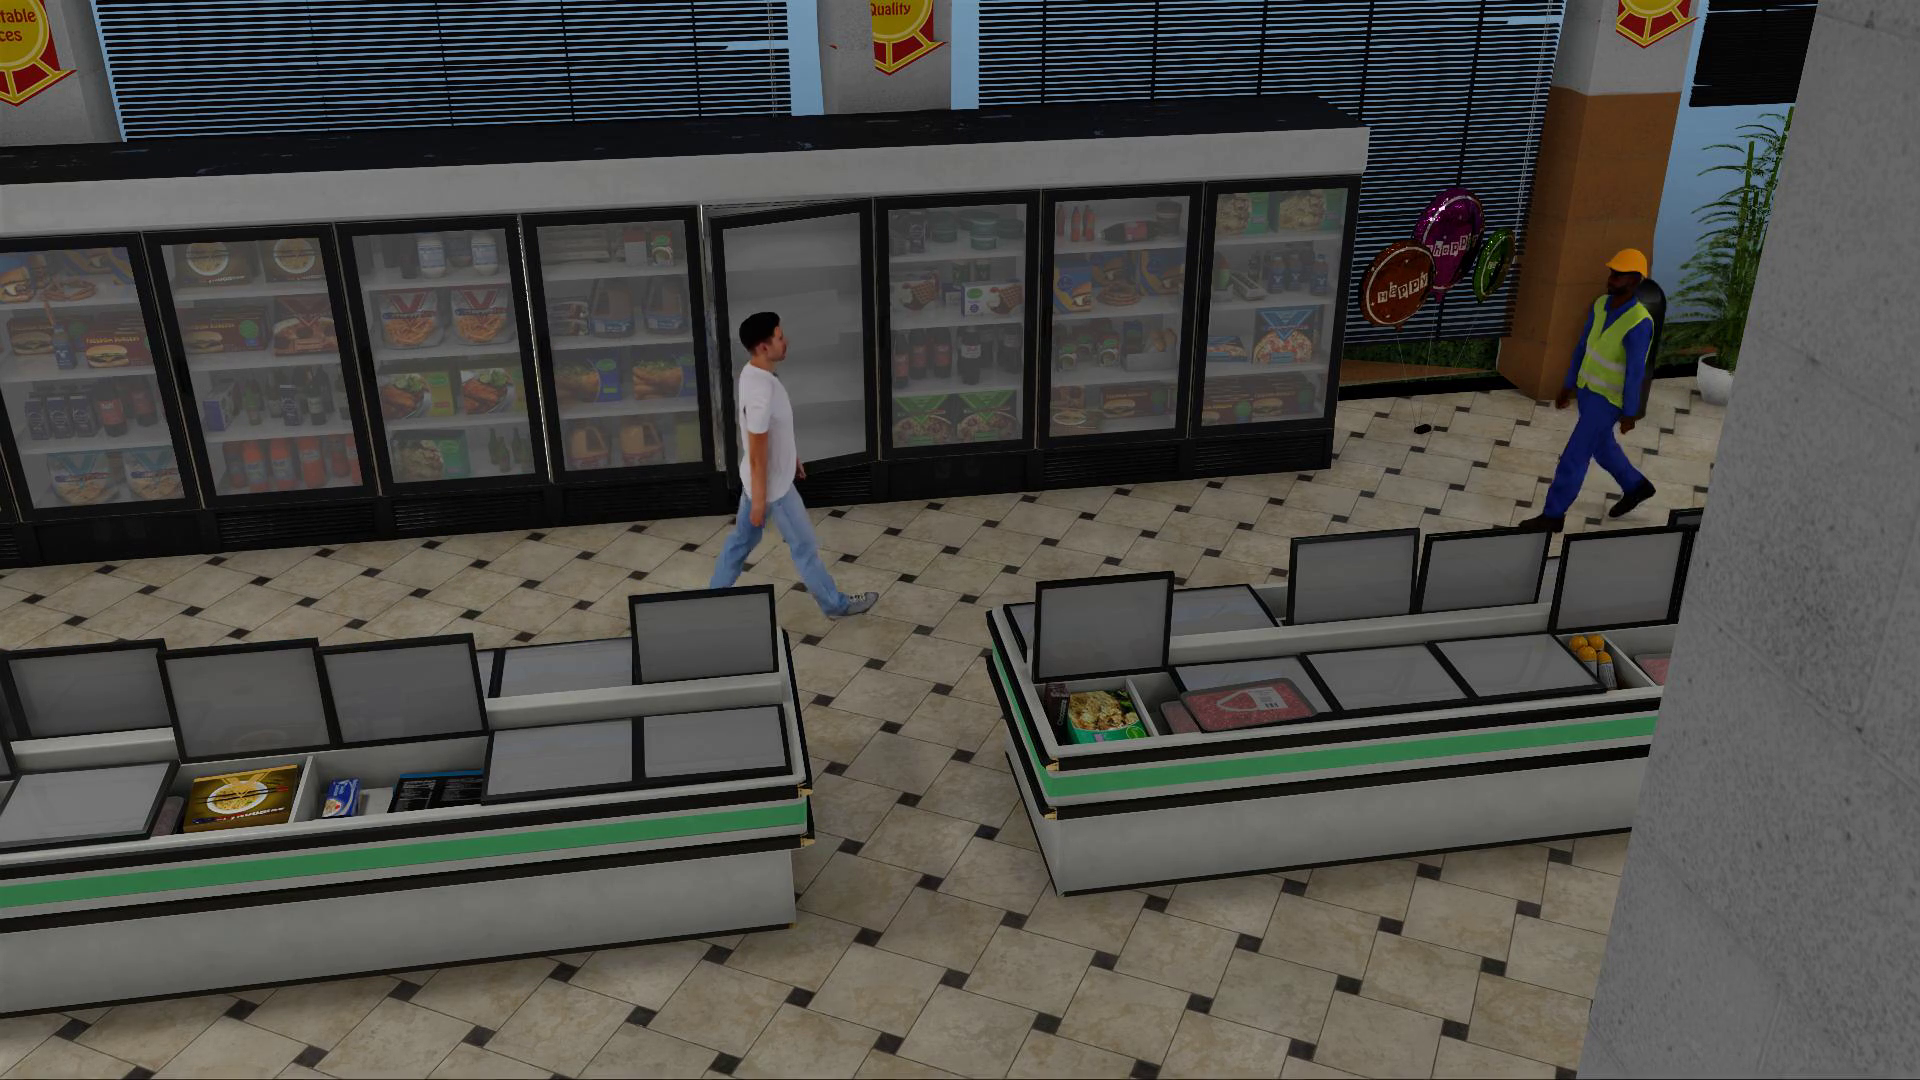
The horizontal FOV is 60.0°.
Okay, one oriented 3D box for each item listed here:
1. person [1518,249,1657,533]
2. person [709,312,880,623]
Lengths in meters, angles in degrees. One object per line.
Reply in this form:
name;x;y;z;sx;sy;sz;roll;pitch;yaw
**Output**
person;3.943;-0.876;10.012;1.162;1.787;0.633;-5;27;-9
person;-1.111;-0.299;8.854;1.209;1.805;0.739;-7;28;-13
